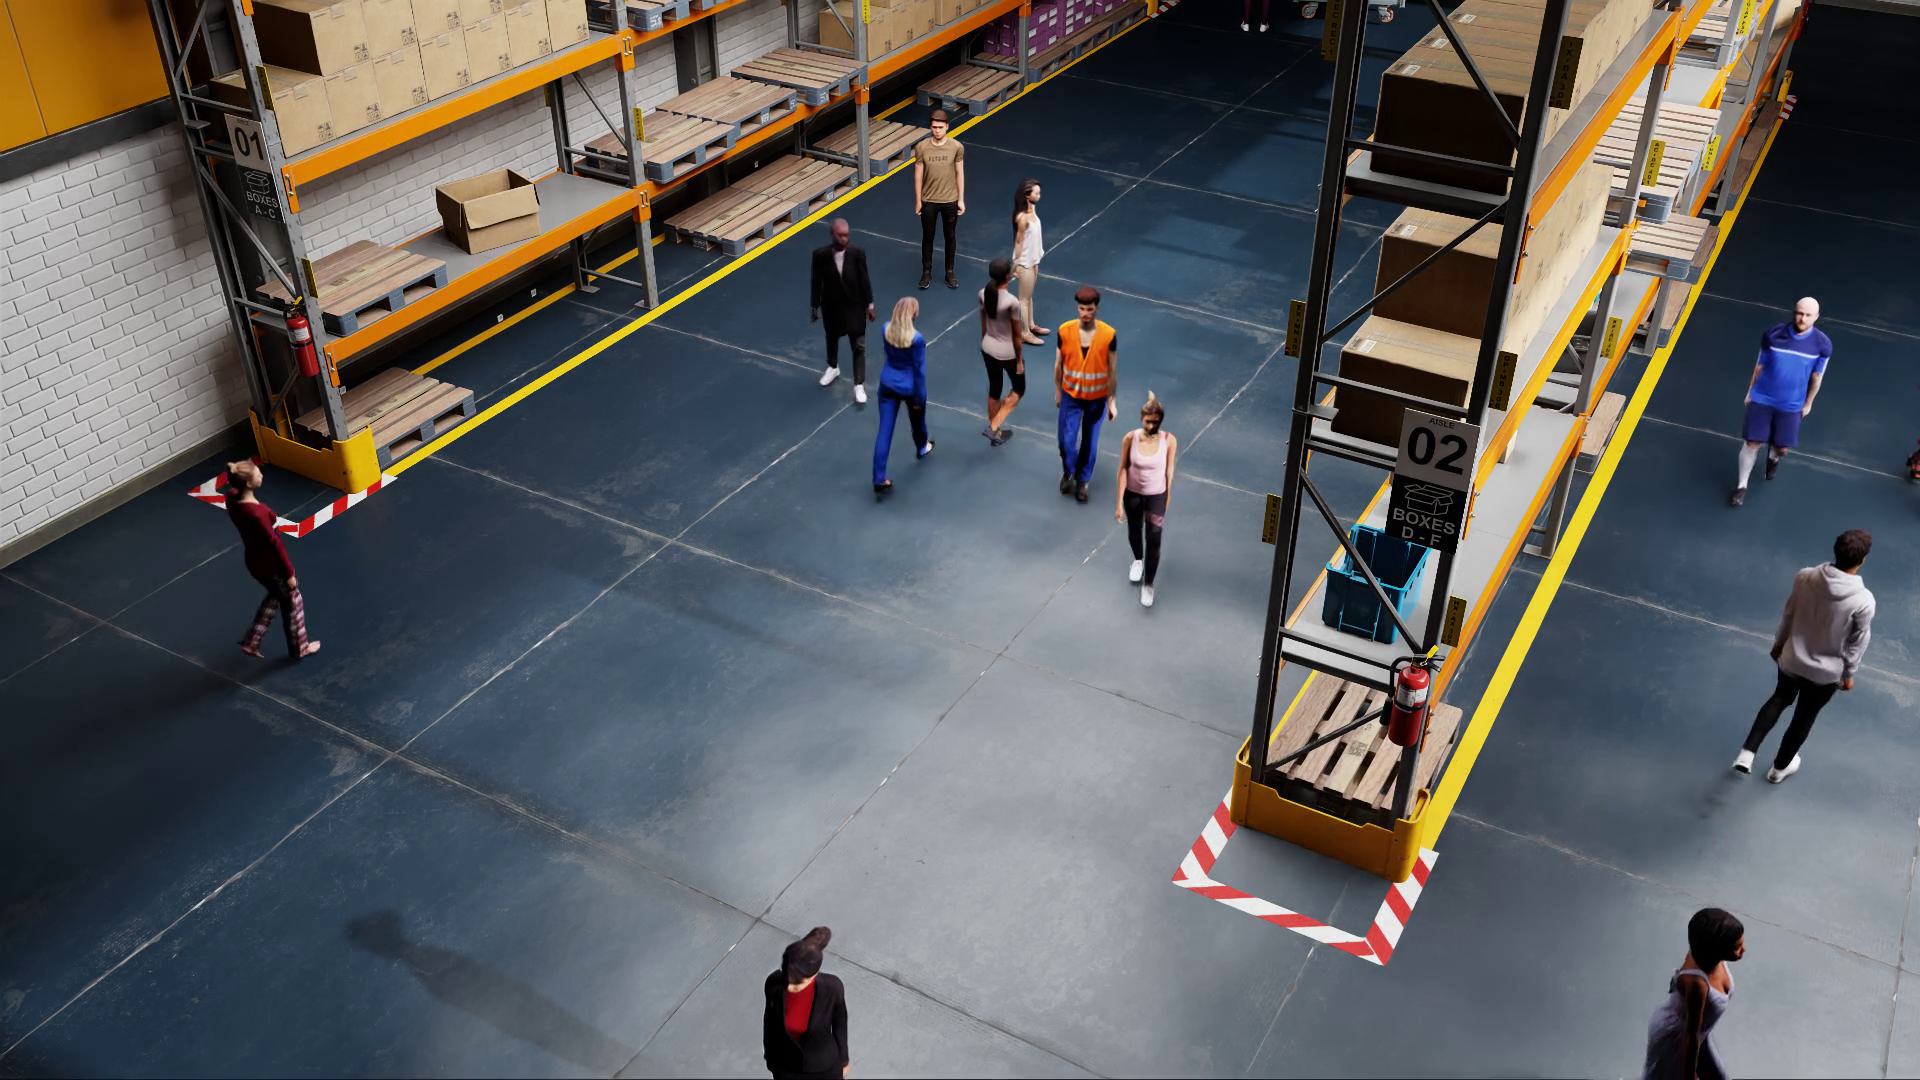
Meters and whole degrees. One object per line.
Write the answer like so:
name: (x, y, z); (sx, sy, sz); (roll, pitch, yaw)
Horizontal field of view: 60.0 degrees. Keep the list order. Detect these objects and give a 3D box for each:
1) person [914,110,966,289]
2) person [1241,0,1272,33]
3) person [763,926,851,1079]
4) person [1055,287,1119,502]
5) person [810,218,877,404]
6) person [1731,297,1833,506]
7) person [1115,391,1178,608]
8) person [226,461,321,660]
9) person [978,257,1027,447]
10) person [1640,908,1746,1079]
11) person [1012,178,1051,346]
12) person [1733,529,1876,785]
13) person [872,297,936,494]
person: (-0.203, -3.468, 16.908); (0.756, 1.851, 0.760); (-2, 34, -2)
person: (4.389, -8.368, 24.341); (0.698, 1.784, 0.695); (4, 34, 7)
person: (-0.741, 2.531, 8.072); (0.662, 1.641, 0.686); (4, 34, 6)
person: (1.029, -1.220, 13.506); (0.796, 1.873, 0.804); (5, 34, 8)
person: (-1.047, -2.132, 15.012); (1.020, 1.724, 1.107); (3, 34, 4)
person: (6.619, -1.154, 13.449); (0.675, 1.827, 0.869); (17, 37, 24)
person: (1.393, -0.396, 12.484); (0.723, 1.633, 0.947); (8, 34, 11)
person: (-4.876, 0.180, 11.564); (0.710, 1.691, 0.812); (25, 41, 32)
person: (0.300, -1.544, 14.114); (0.691, 1.739, 0.743); (26, 42, 34)
person: (3.470, 2.417, 8.203); (0.700, 1.686, 0.658); (25, 41, 33)
person: (0.624, -2.678, 15.899); (0.672, 1.652, 0.611); (-6, 34, -9)
person: (5.297, 0.799, 10.430); (1.009, 1.915, 0.873); (-23, 40, -31)
person: (-0.530, -1.157, 13.614); (0.633, 1.649, 1.152); (17, 37, 24)
